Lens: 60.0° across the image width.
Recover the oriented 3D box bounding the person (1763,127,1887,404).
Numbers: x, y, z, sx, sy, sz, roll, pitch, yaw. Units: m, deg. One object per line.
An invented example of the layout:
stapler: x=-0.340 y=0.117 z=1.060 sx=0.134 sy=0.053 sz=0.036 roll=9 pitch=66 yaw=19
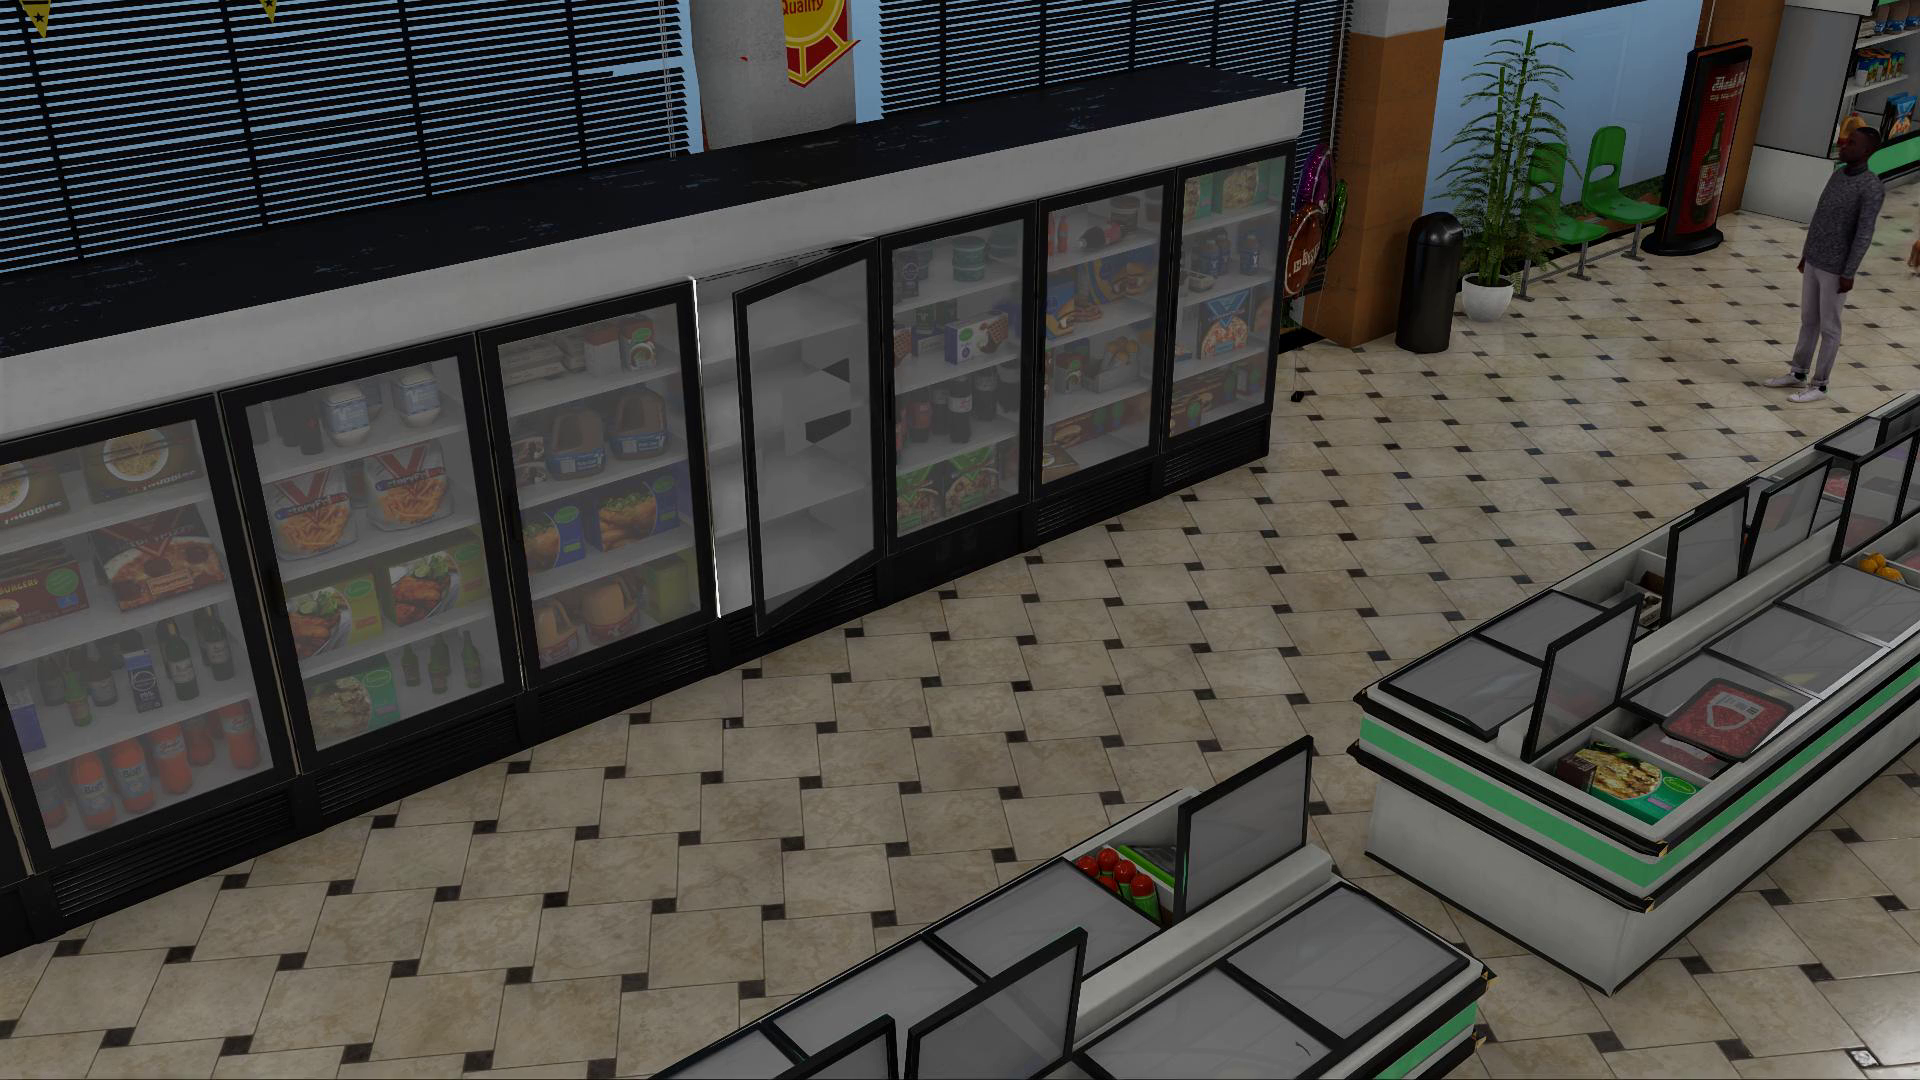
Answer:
person: x=5.802 y=-1.827 z=11.038 sx=0.764 sy=1.838 sz=0.760 roll=-2 pitch=27 yaw=-4
